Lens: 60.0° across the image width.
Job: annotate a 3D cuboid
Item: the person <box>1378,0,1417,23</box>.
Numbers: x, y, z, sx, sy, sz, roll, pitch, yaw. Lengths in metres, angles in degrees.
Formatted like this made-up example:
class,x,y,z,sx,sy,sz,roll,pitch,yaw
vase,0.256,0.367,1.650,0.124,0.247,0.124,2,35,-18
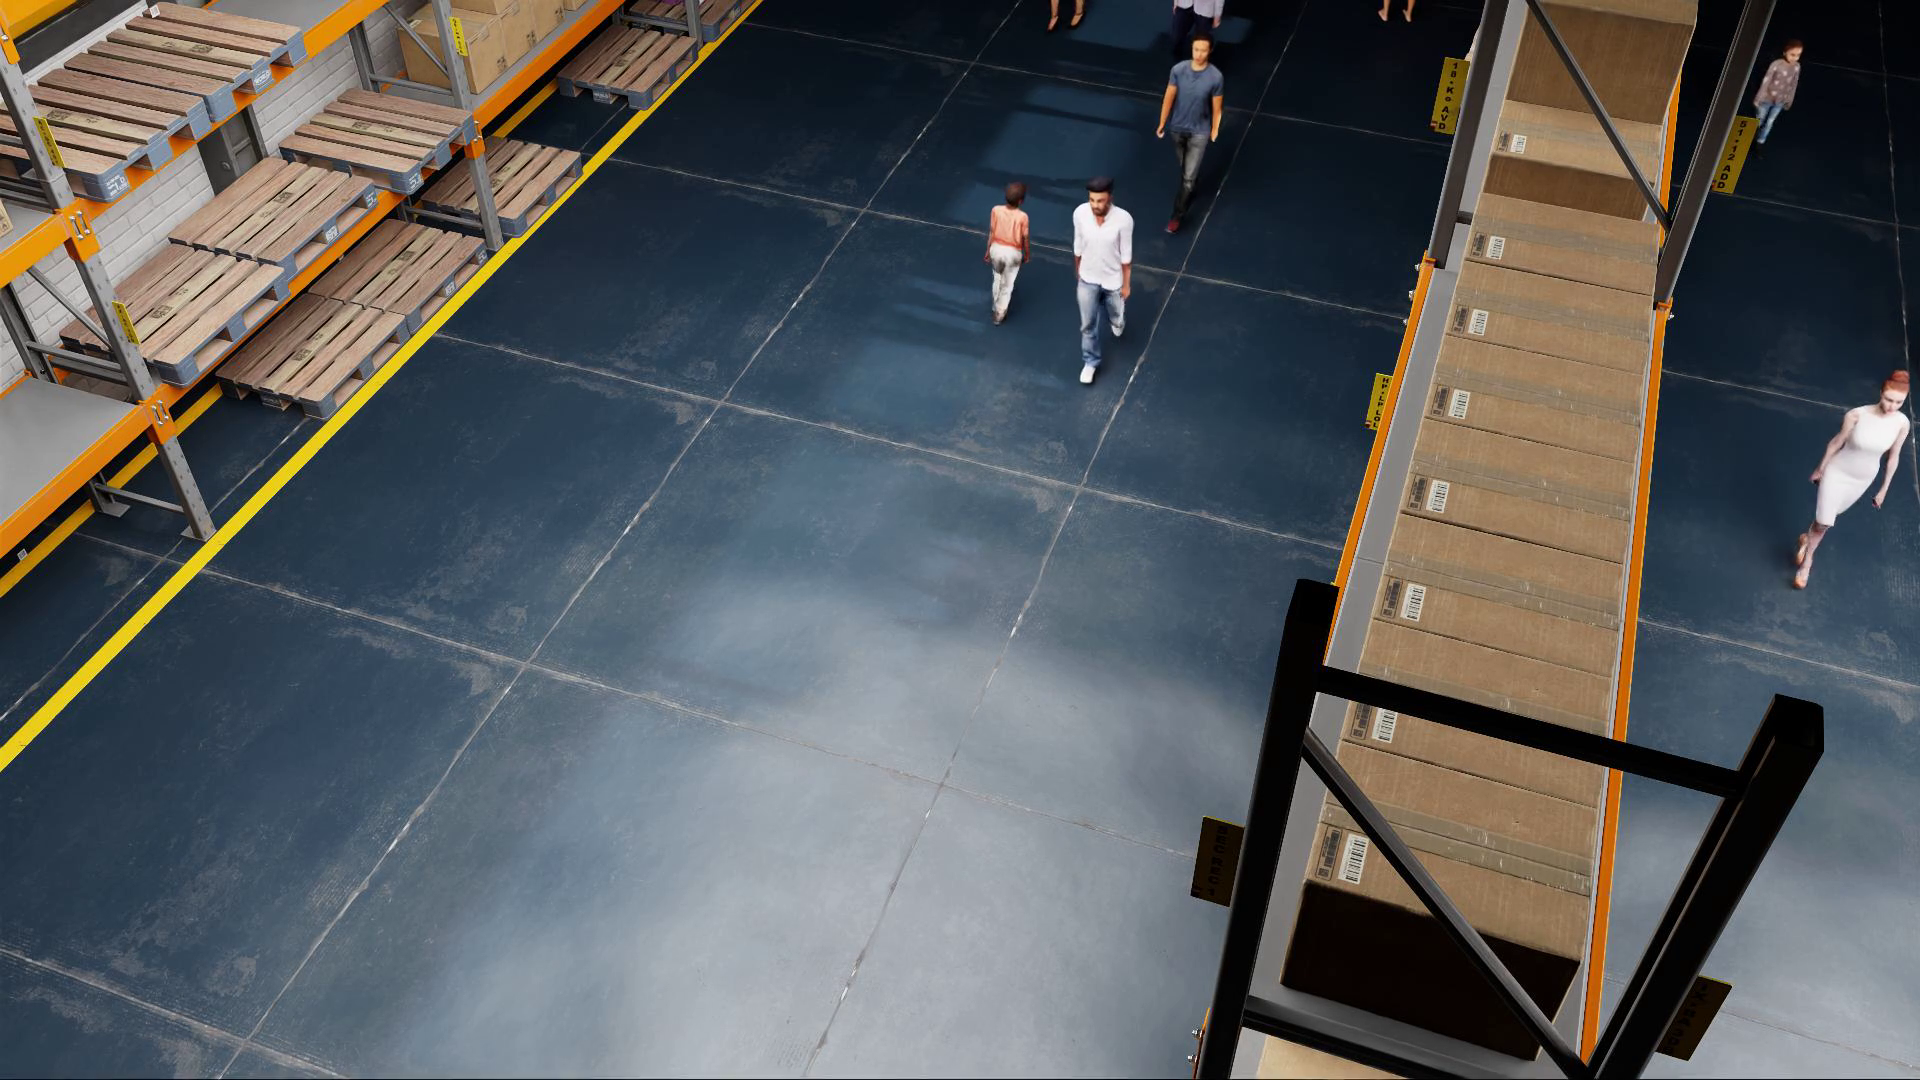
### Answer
class,x,y,z,sx,sy,sz,roll,pitch,yaw
person,4.737,-6.328,17.541,0.630,1.728,0.583,4,44,4

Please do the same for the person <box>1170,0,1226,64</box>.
class,x,y,z,sx,sy,sz,roll,pitch,yaw
person,2.375,-5.286,16.369,0.746,1.836,0.699,22,48,21

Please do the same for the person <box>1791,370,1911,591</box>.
class,x,y,z,sx,sy,sz,roll,pitch,yaw
person,6.061,-0.480,11.367,0.642,1.777,0.721,9,44,10

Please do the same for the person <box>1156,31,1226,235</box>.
class,x,y,z,sx,sy,sz,roll,pitch,yaw
person,2.065,-3.691,14.748,0.778,1.762,1.187,21,47,21

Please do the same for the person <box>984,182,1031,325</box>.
class,x,y,z,sx,sy,sz,roll,pitch,yaw
person,0.361,-2.326,13.652,0.515,1.296,0.559,14,45,15

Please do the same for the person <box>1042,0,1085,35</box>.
class,x,y,z,sx,sy,sz,roll,pitch,yaw
person,1.179,-6.096,17.244,0.916,1.802,0.842,-18,47,-18

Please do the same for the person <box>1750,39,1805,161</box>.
class,x,y,z,sx,sy,sz,roll,pitch,yaw
person,7.660,-4.196,15.693,0.584,1.189,0.672,3,44,3

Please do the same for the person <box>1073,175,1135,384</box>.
class,x,y,z,sx,sy,sz,roll,pitch,yaw
person,1.139,-2.125,13.089,0.703,1.783,1.030,11,45,11
